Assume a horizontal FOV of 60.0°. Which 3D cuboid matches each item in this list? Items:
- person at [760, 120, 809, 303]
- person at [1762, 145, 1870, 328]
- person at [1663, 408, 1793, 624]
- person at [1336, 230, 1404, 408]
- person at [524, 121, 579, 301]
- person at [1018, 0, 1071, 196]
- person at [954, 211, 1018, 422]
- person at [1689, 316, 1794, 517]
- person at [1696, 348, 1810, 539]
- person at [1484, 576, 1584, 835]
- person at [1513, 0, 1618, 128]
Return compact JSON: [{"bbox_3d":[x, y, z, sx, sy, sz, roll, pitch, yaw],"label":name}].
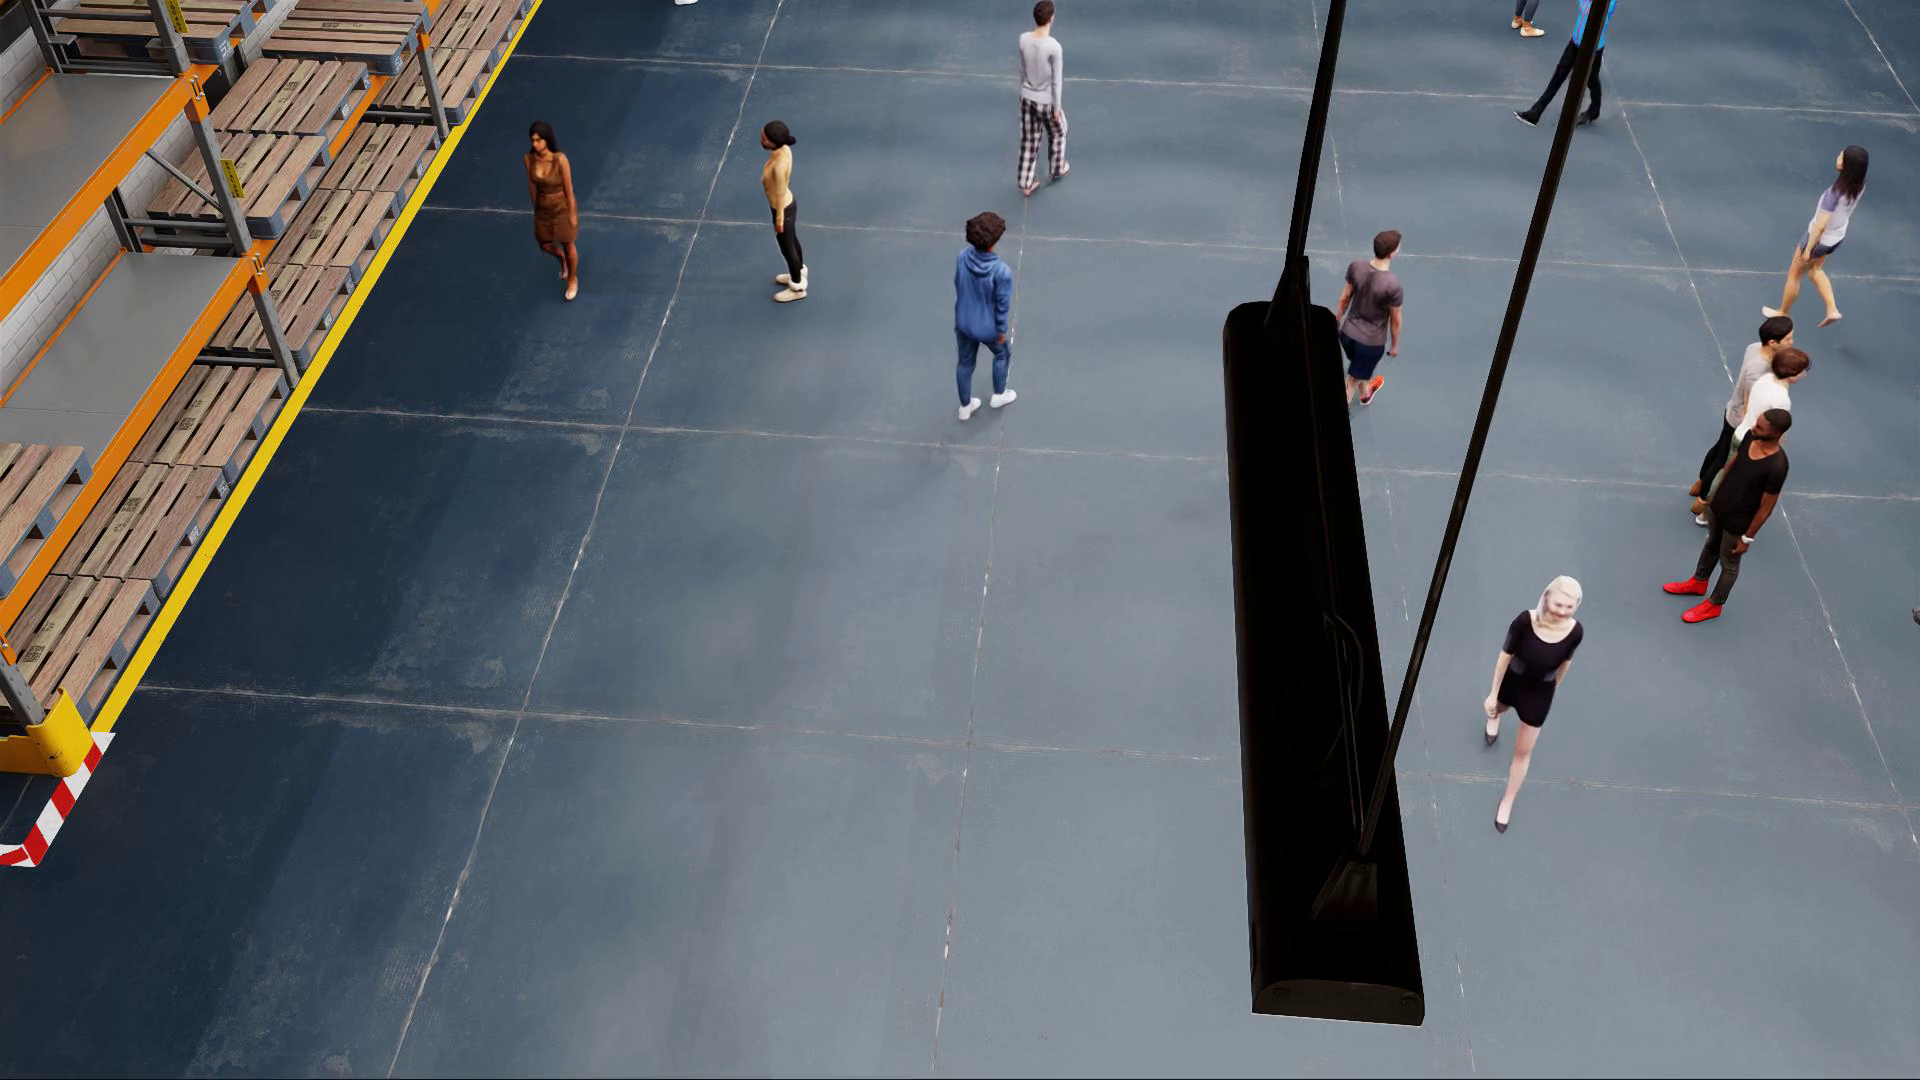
[{"bbox_3d":[-1.486,-2.800,14.076,0.657,1.657,0.504,0,44,0],"label":"person"},{"bbox_3d":[7.142,-2.424,13.637,0.864,1.718,0.959,-24,49,-23],"label":"person"},{"bbox_3d":[5.260,-0.189,11.228,0.742,1.805,0.538,-4,44,-4],"label":"person"},{"bbox_3d":[2.995,-1.472,12.577,1.231,1.801,1.150,-32,52,-29],"label":"person"},{"bbox_3d":[-3.381,-2.825,14.085,0.577,1.680,0.665,8,44,8],"label":"person"},{"bbox_3d":[0.685,-3.981,15.193,0.919,1.827,1.046,25,49,24],"label":"person"},{"bbox_3d":[0.111,-1.655,12.777,0.829,1.791,0.866,20,47,20],"label":"person"},{"bbox_3d":[5.661,-0.902,12.034,0.725,1.724,0.567,16,46,16],"label":"person"},{"bbox_3d":[5.645,-0.677,11.849,0.672,1.654,0.508,-3,44,-3],"label":"person"},{"bbox_3d":[3.433,0.843,10.163,0.744,1.780,1.214,10,45,11],"label":"person"},{"bbox_3d":[6.130,-4.758,16.061,0.934,1.753,1.170,-8,44,-8],"label":"person"}]
